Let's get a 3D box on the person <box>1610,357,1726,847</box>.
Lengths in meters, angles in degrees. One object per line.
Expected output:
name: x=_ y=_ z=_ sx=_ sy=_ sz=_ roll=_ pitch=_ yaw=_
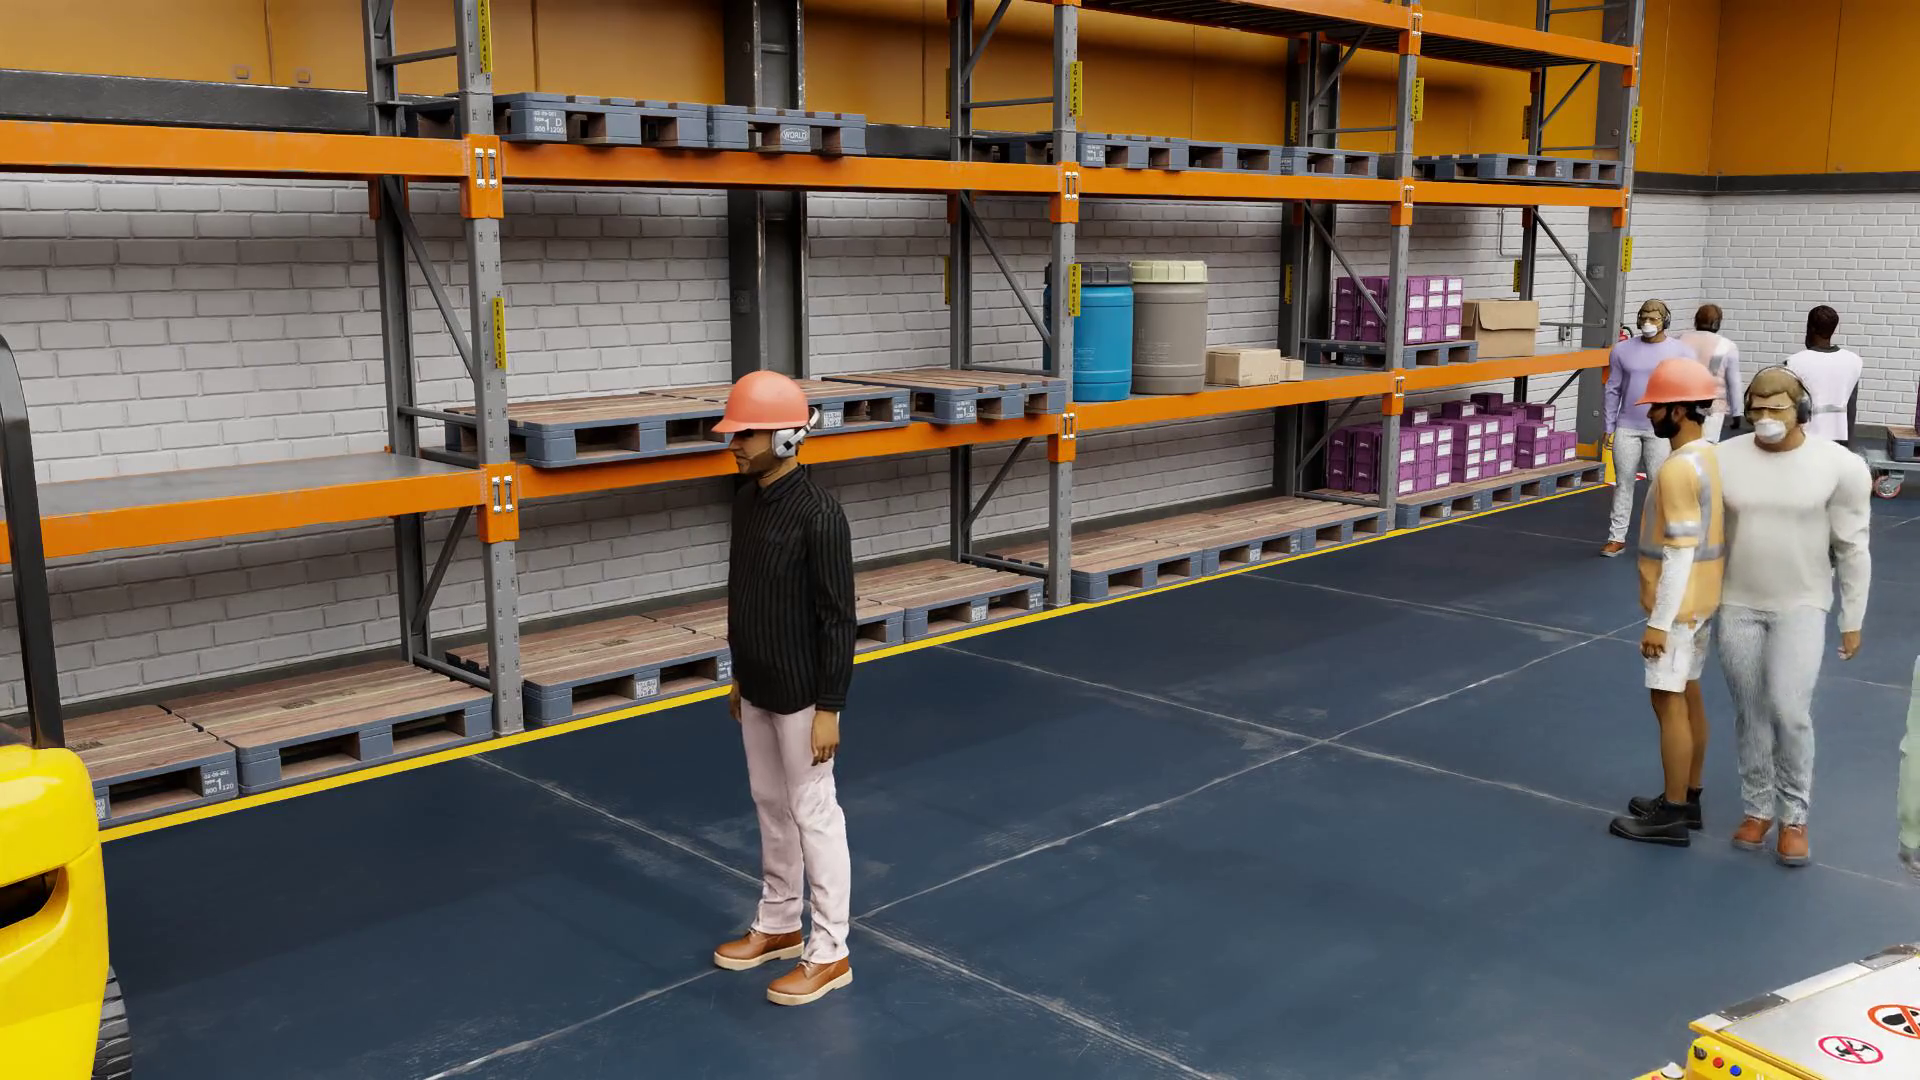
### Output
person: x=2.815 y=0.244 z=6.603 sx=0.378 sy=1.932 sz=0.551 roll=8 pitch=13 yaw=37

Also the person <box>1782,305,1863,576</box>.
person: x=6.014 y=-0.681 z=11.693 sx=0.590 sy=1.920 sz=0.398 roll=-2 pitch=11 yaw=-11

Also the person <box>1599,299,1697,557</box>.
person: x=5.092 y=-0.814 z=12.362 sx=0.632 sy=1.940 sz=0.372 roll=7 pitch=13 yaw=34

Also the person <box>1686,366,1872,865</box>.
person: x=3.108 y=0.289 z=6.410 sx=0.639 sy=1.914 sz=0.577 roll=9 pitch=14 yaw=41

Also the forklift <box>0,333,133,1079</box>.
forklift: x=-3.289 y=0.485 z=4.582 sx=1.214 sy=2.155 sz=2.313 roll=-10 pitch=14 yaw=-44

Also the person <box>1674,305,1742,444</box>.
person: x=6.493 y=-1.147 z=14.542 sx=0.792 sy=1.811 sz=0.648 roll=-10 pitch=14 yaw=-43

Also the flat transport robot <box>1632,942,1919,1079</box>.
flat transport robot: x=2.583 y=1.444 z=4.599 sx=1.431 sy=0.197 sz=0.652 roll=-6 pitch=12 yaw=-30

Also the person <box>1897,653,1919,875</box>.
person: x=2.788 y=0.802 z=4.482 sx=0.508 sy=1.594 sz=0.527 roll=1 pitch=10 yaw=5

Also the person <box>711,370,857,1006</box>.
person: x=-0.567 y=0.462 z=5.247 sx=0.396 sy=1.993 sz=0.617 roll=-7 pitch=13 yaw=-35
